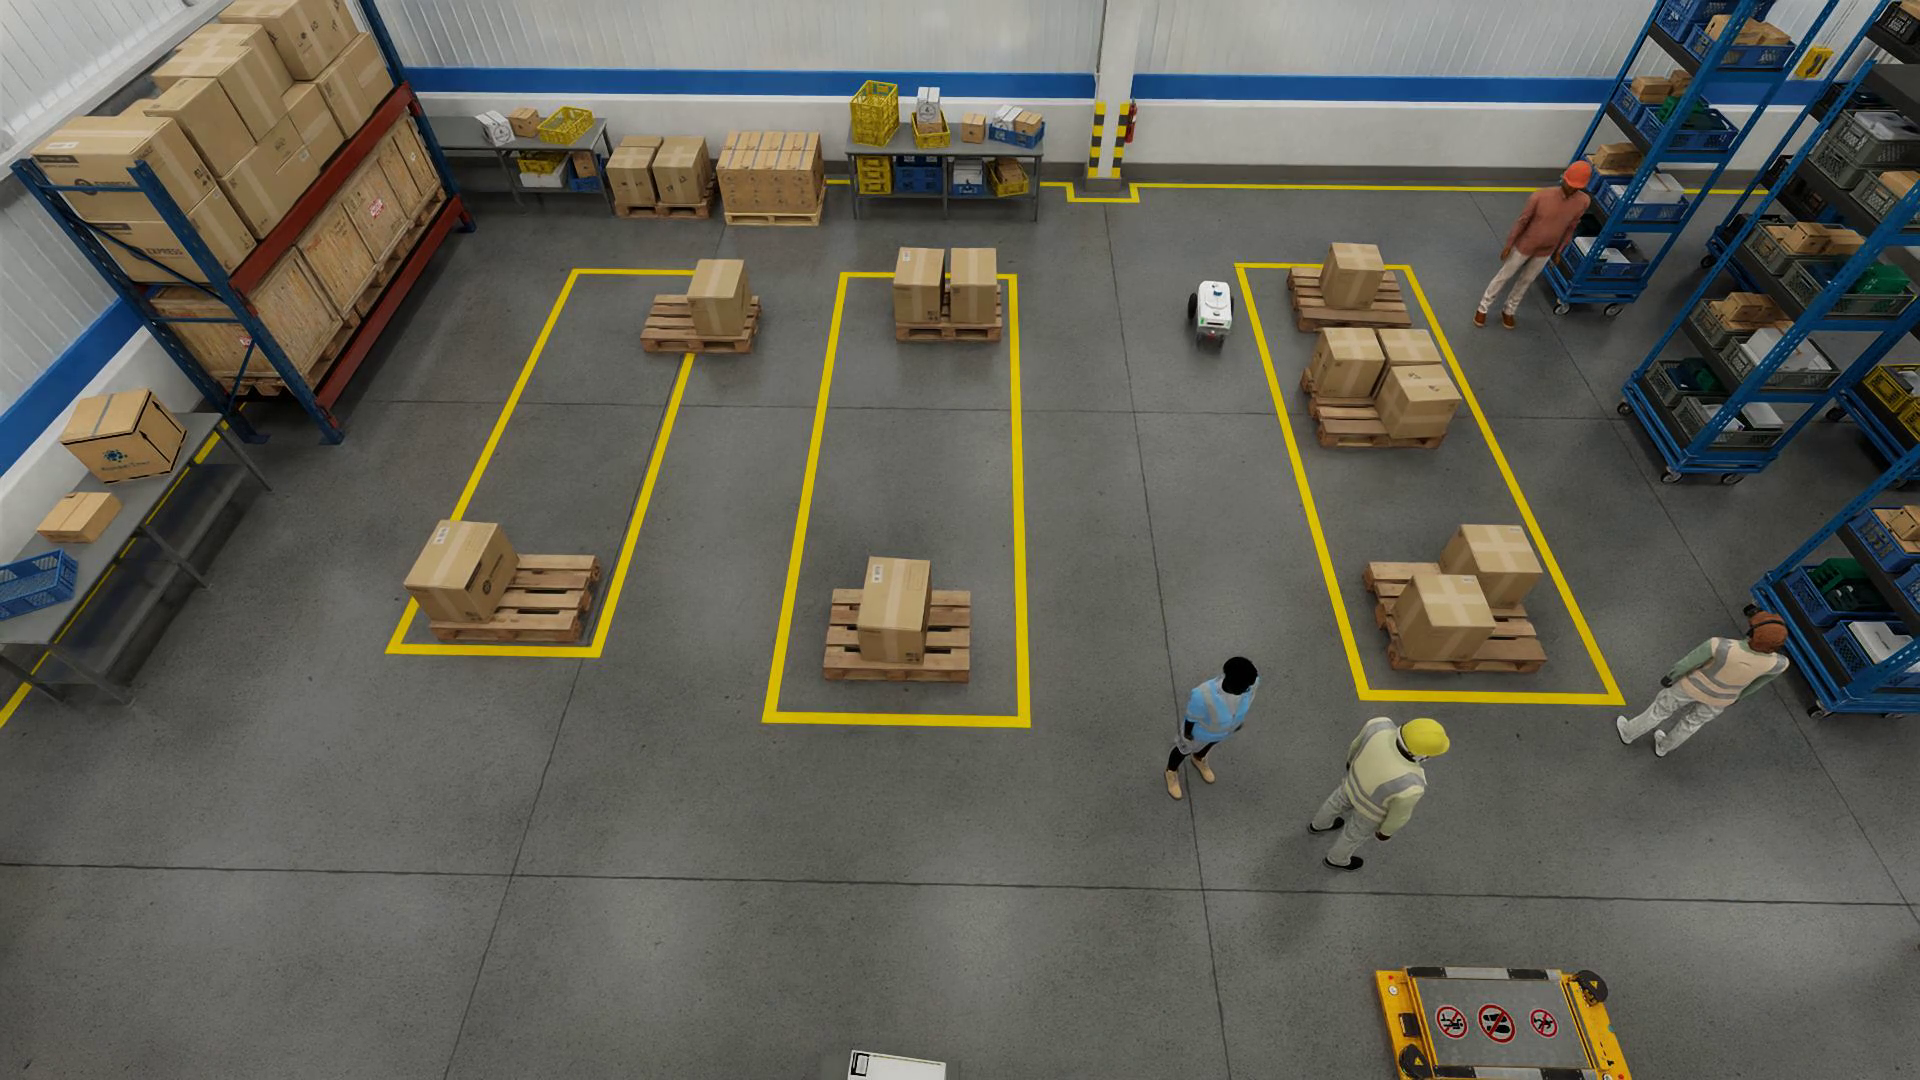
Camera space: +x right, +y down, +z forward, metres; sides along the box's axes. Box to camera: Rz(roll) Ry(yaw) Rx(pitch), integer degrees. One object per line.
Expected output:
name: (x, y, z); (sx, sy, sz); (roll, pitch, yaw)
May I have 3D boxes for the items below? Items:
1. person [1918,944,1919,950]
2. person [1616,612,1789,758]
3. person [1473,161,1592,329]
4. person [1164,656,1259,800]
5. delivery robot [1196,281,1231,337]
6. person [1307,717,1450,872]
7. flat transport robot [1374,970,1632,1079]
person: (6.859, 2.244, 5.581); (0.624, 1.930, 0.374); (-23, 55, -18)
person: (5.442, 1.087, 6.710); (0.514, 1.634, 0.313); (19, 53, 15)
person: (6.249, -3.174, 9.953); (0.623, 1.989, 0.400); (7, 51, 6)
person: (1.781, 1.309, 6.488); (0.529, 1.694, 0.321); (-18, 53, -14)
delivery robot: (2.876, -2.635, 10.376); (0.477, 0.478, 0.707); (7, 51, 5)
person: (2.764, 1.676, 6.101); (0.404, 1.830, 0.599); (-7, 51, -5)
flat transport robot: (3.501, 3.133, 5.914); (1.431, 0.197, 0.652); (1, 51, 1)
